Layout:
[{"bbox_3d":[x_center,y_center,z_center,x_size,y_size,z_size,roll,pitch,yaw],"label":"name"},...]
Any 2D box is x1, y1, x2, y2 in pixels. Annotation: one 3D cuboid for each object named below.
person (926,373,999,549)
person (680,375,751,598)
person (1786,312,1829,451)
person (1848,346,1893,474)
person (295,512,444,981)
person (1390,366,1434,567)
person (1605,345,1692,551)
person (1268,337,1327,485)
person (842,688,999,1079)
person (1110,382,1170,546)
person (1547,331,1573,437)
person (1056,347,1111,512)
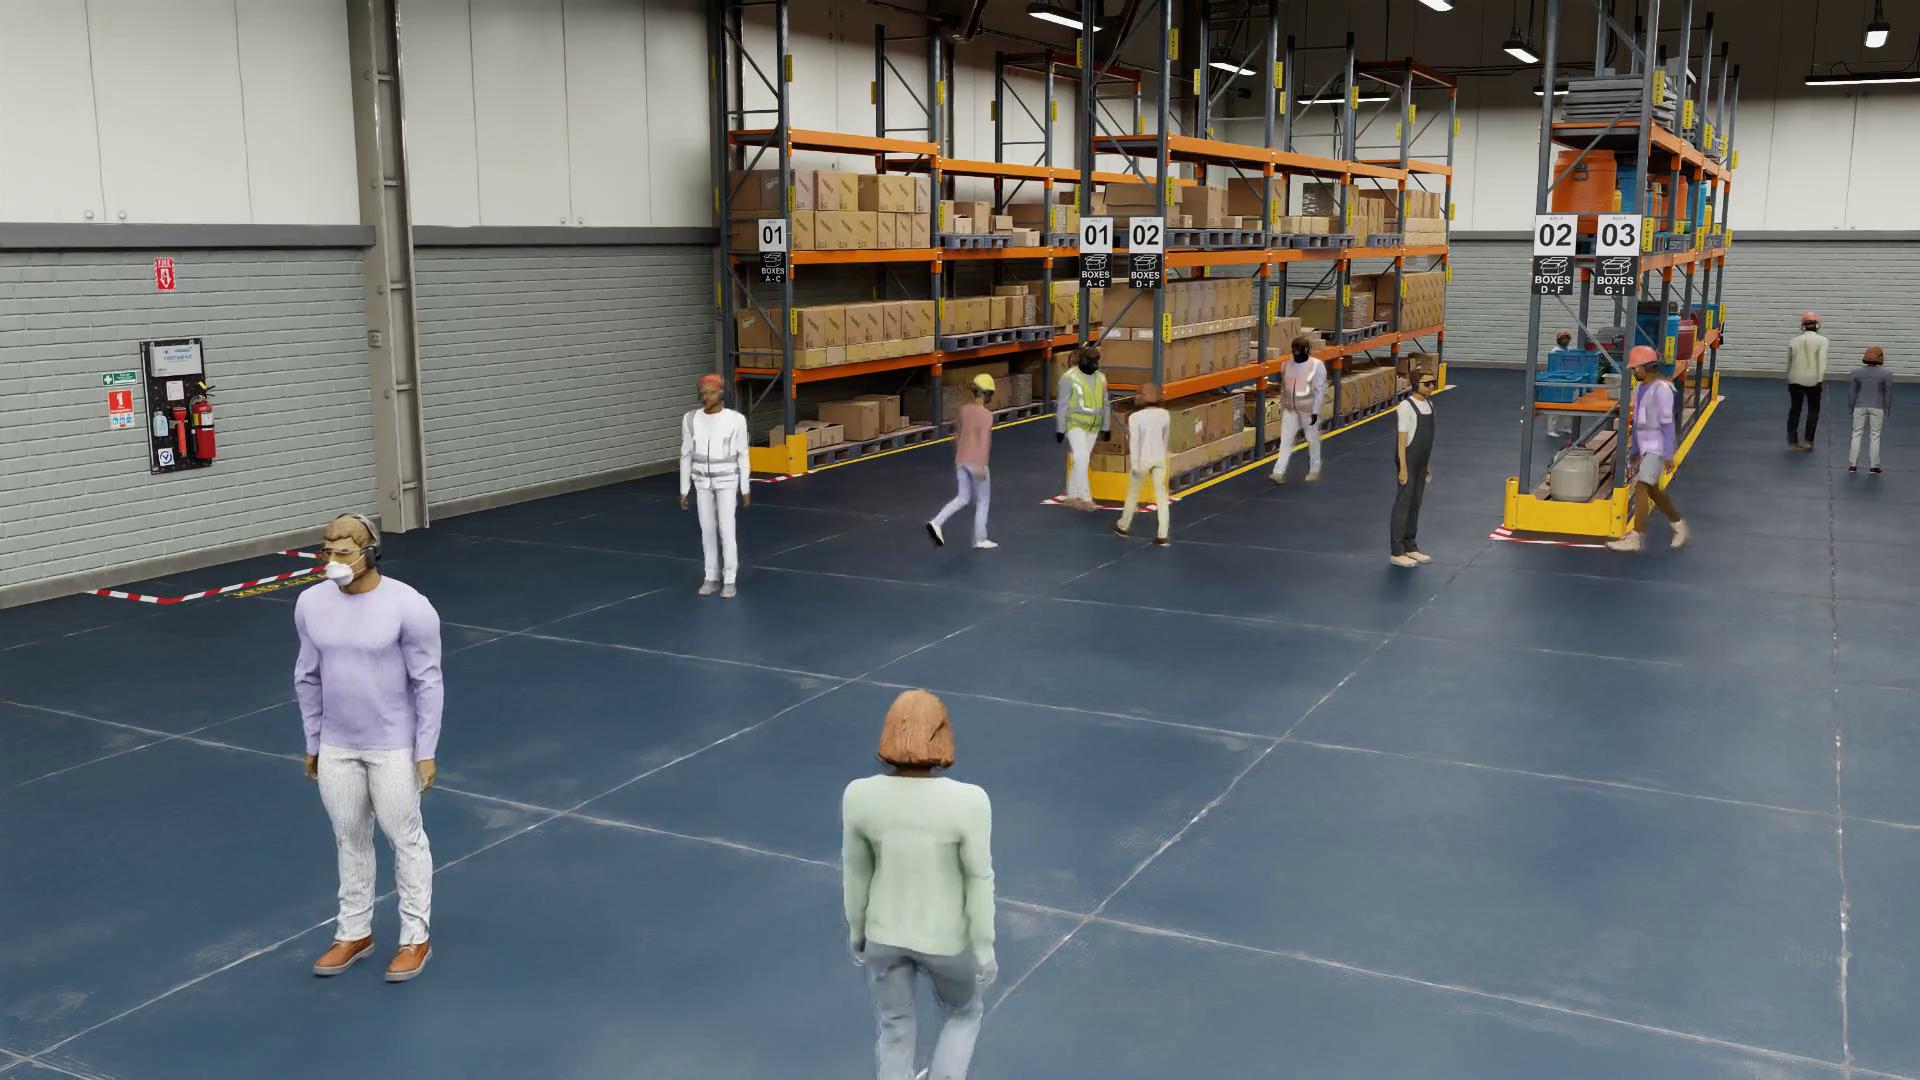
[{"bbox_3d":[0.043,-0.736,15.991,0.716,1.727,0.530,-8,13,-36],"label":"person"},{"bbox_3d":[-2.081,-0.439,13.970,0.606,1.874,0.573,2,11,13],"label":"person"},{"bbox_3d":[11.972,-2.239,23.576,0.719,1.933,0.638,-8,13,-37],"label":"person"},{"bbox_3d":[11.634,-1.666,21.284,0.498,1.633,0.285,8,13,37],"label":"person"},{"bbox_3d":[-2.403,0.840,6.789,0.629,1.939,0.374,2,11,13],"label":"person"},{"bbox_3d":[4.195,-0.682,15.339,0.350,1.846,0.506,10,14,43],"label":"person"},{"bbox_3d":[6.735,-0.874,16.019,0.865,1.995,0.685,0,10,-2],"label":"person"},{"bbox_3d":[4.149,-1.564,20.301,0.616,1.799,0.977,7,13,35],"label":"person"},{"bbox_3d":[-0.122,1.266,5.311,0.529,1.617,0.348,3,11,16],"label":"person"},{"bbox_3d":[1.830,-0.764,16.483,0.507,1.593,0.850,-5,11,-24],"label":"person"},{"bbox_3d":[9.013,-2.339,24.978,0.557,1.613,0.434,-6,12,-29],"label":"person"},{"bbox_3d":[1.439,-1.213,18.327,0.628,1.810,0.827,-8,13,-37],"label":"person"}]
